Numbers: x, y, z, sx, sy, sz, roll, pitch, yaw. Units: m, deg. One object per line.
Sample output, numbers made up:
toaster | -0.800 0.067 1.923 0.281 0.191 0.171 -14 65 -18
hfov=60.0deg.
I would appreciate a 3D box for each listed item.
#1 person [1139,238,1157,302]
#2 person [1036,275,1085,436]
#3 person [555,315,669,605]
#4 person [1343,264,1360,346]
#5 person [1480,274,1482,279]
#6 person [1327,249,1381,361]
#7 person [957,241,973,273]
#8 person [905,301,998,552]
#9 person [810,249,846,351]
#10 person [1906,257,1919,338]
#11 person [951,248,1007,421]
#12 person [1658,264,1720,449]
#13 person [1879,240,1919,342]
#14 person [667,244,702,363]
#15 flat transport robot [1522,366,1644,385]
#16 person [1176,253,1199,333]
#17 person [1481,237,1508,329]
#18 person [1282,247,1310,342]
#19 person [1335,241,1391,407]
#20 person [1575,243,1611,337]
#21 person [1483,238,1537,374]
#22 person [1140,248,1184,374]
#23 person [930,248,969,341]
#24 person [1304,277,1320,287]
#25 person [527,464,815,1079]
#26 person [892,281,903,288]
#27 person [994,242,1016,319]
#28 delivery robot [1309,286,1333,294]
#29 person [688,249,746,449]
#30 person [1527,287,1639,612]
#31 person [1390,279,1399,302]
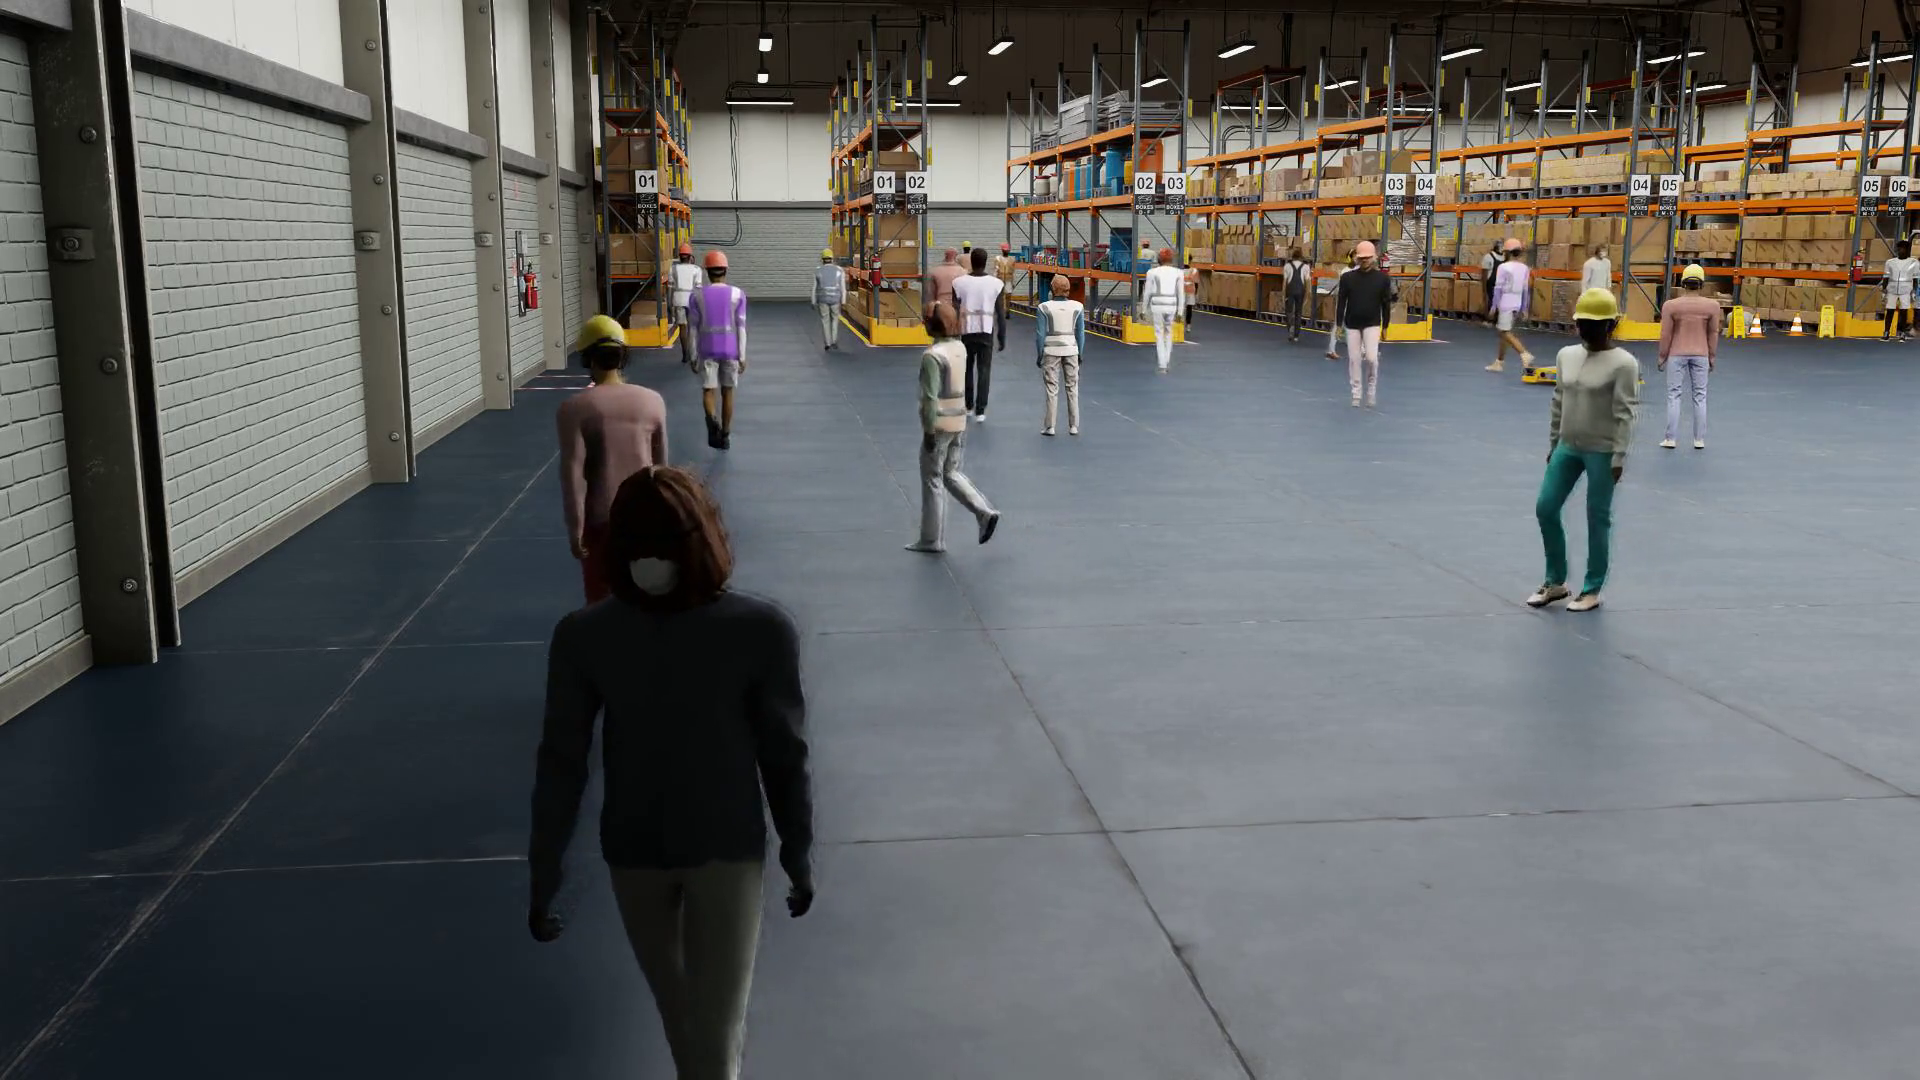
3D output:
person | 5.519 -7.939 49.301 0.623 1.974 0.608 1 10 7
person | 1.027 -1.877 16.986 0.511 1.640 0.308 -2 11 -11
person | -1.420 -0.093 7.031 0.525 1.702 0.908 -6 12 -30
person | 7.305 -4.432 30.555 0.592 1.790 0.968 -2 11 -12
person | 14.332 -7.113 44.872 0.630 1.940 0.372 -2 10 -9
person | 6.424 -3.836 27.241 0.557 1.815 0.983 -10 14 -43
person | 0.184 -6.579 42.019 0.588 1.917 0.405 -1 10 -6
person | -0.075 -0.711 10.614 0.531 1.624 0.527 5 12 26
person | -2.381 -4.297 29.777 0.627 1.804 0.759 -3 11 -14
person | 19.297 -4.848 33.230 0.872 1.634 0.605 -9 13 -40
person | 0.203 -2.290 18.527 0.633 1.892 0.736 0 10 0
person | 6.967 -1.750 15.939 0.525 1.769 0.327 3 11 14
person | 18.090 -4.782 32.029 0.613 1.958 0.372 8 13 38
person | -4.503 -3.864 27.161 0.570 1.891 0.941 -3 11 -14
flat transport robot | 8.496 -2.233 22.687 0.652 0.197 1.431 -9 14 -40
person | 4.804 -5.253 35.347 0.550 1.684 0.424 0 10 1
person | 11.825 -5.632 36.471 0.689 2.000 0.543 -3 11 -15
person | 6.481 -4.733 32.114 0.541 1.830 0.402 1 10 6
person | 4.771 -2.549 19.741 0.621 1.971 0.525 4 11 19
person | 12.533 -4.919 32.924 0.623 1.909 0.818 -5 12 -26
person | 8.183 -3.446 24.562 0.610 2.020 0.908 -7 13 -35
person | 3.000 -3.412 24.806 0.592 1.859 0.752 -3 11 -14
person | -0.154 -3.574 25.701 0.661 1.862 0.985 3 11 17
person | 9.243 -6.897 43.939 0.584 1.855 0.937 -1 10 -4
person | -0.573 0.655 3.220 0.530 1.586 0.840 1 10 7
person | -1.625 -7.323 45.780 0.617 2.027 0.422 -2 11 -11
person | 1.113 -6.434 41.239 0.550 1.911 0.832 0 10 1
delivery robot | 10.680 -7.274 49.288 0.707 0.478 0.477 -3 11 -14
person | -2.282 -1.782 15.723 0.544 1.919 0.641 -2 10 -9
person | 3.330 -0.471 8.929 0.489 1.750 0.555 -7 12 -32
person | 10.364 -6.209 40.046 0.570 1.892 0.957 -3 11 -15
